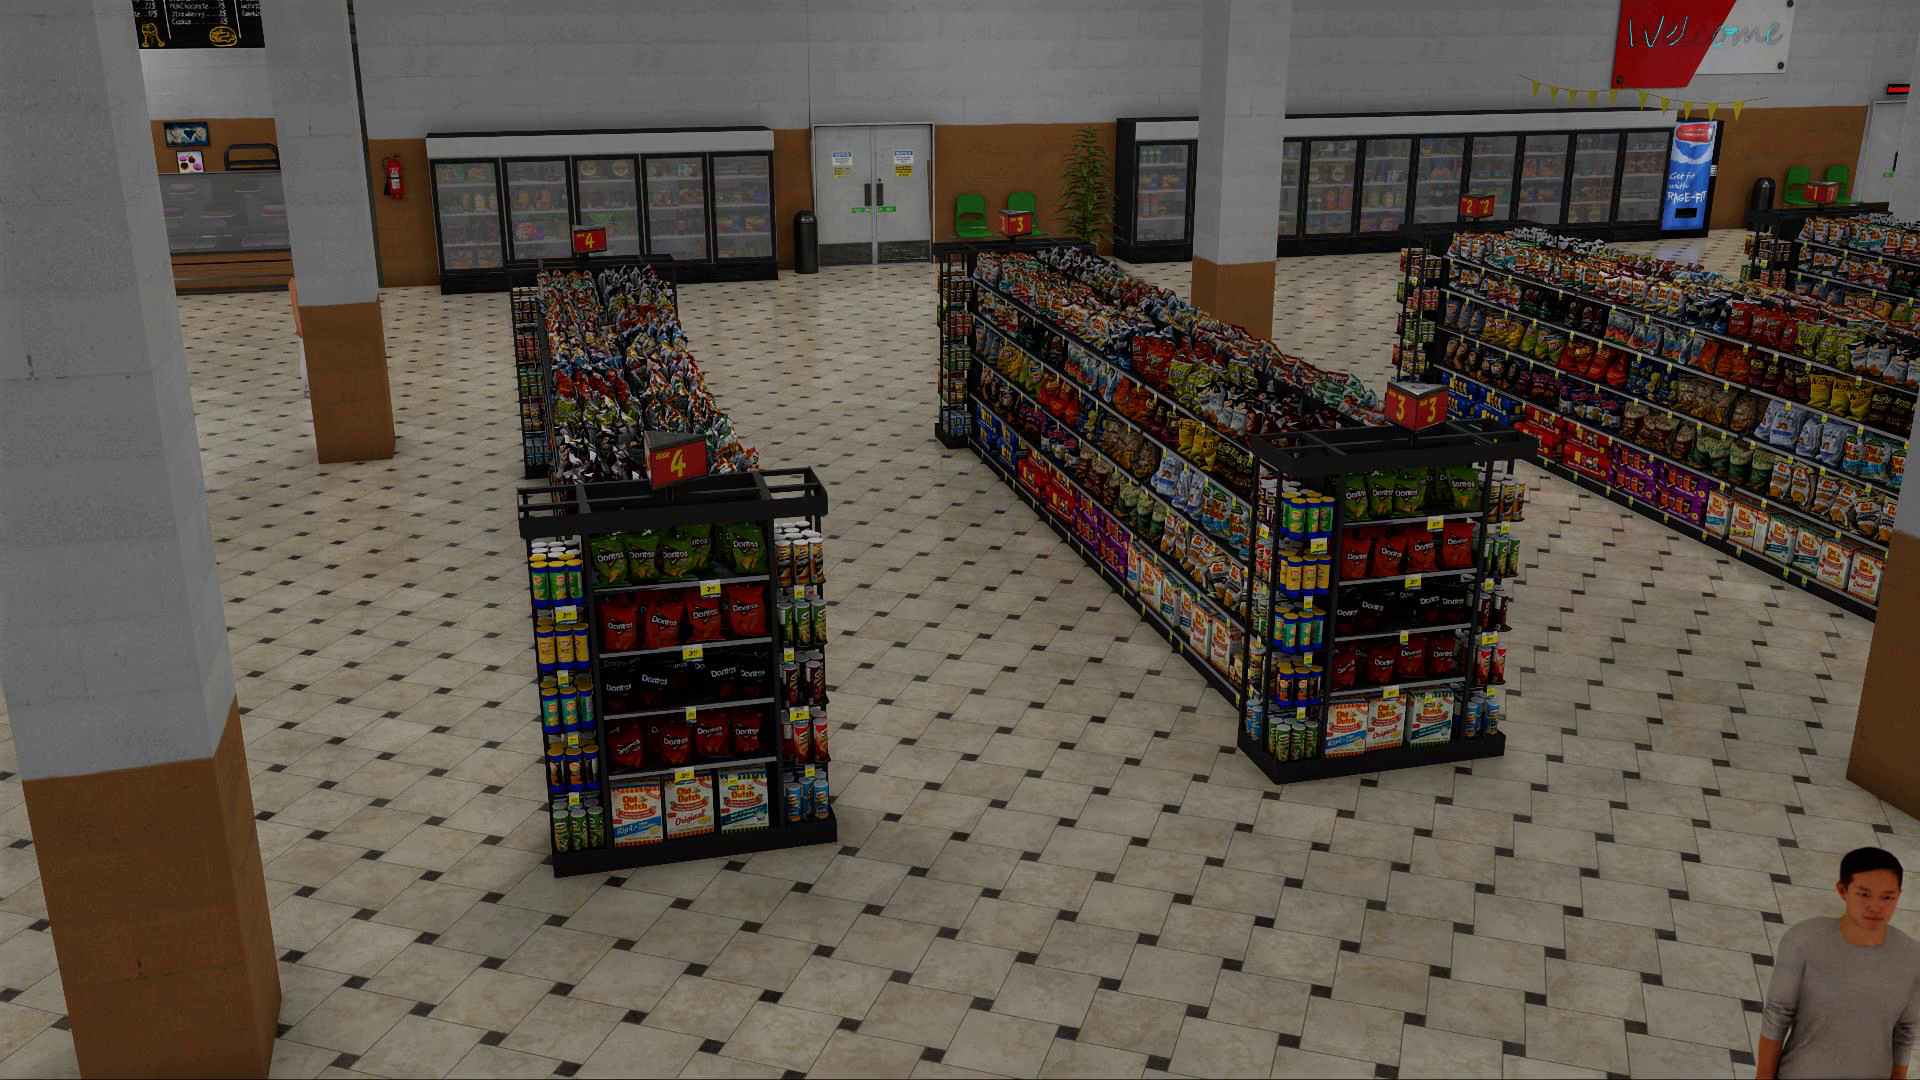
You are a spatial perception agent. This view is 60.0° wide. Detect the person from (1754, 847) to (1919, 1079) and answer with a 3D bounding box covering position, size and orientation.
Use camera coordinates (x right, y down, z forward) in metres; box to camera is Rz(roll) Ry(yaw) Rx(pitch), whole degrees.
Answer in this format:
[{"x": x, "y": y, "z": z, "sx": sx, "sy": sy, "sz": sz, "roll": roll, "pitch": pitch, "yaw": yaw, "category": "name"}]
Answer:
[{"x": 2.978, "y": 1.863, "z": 5.712, "sx": 0.721, "sy": 1.812, "sz": 0.694, "roll": 3, "pitch": 19, "yaw": 8, "category": "person"}]
